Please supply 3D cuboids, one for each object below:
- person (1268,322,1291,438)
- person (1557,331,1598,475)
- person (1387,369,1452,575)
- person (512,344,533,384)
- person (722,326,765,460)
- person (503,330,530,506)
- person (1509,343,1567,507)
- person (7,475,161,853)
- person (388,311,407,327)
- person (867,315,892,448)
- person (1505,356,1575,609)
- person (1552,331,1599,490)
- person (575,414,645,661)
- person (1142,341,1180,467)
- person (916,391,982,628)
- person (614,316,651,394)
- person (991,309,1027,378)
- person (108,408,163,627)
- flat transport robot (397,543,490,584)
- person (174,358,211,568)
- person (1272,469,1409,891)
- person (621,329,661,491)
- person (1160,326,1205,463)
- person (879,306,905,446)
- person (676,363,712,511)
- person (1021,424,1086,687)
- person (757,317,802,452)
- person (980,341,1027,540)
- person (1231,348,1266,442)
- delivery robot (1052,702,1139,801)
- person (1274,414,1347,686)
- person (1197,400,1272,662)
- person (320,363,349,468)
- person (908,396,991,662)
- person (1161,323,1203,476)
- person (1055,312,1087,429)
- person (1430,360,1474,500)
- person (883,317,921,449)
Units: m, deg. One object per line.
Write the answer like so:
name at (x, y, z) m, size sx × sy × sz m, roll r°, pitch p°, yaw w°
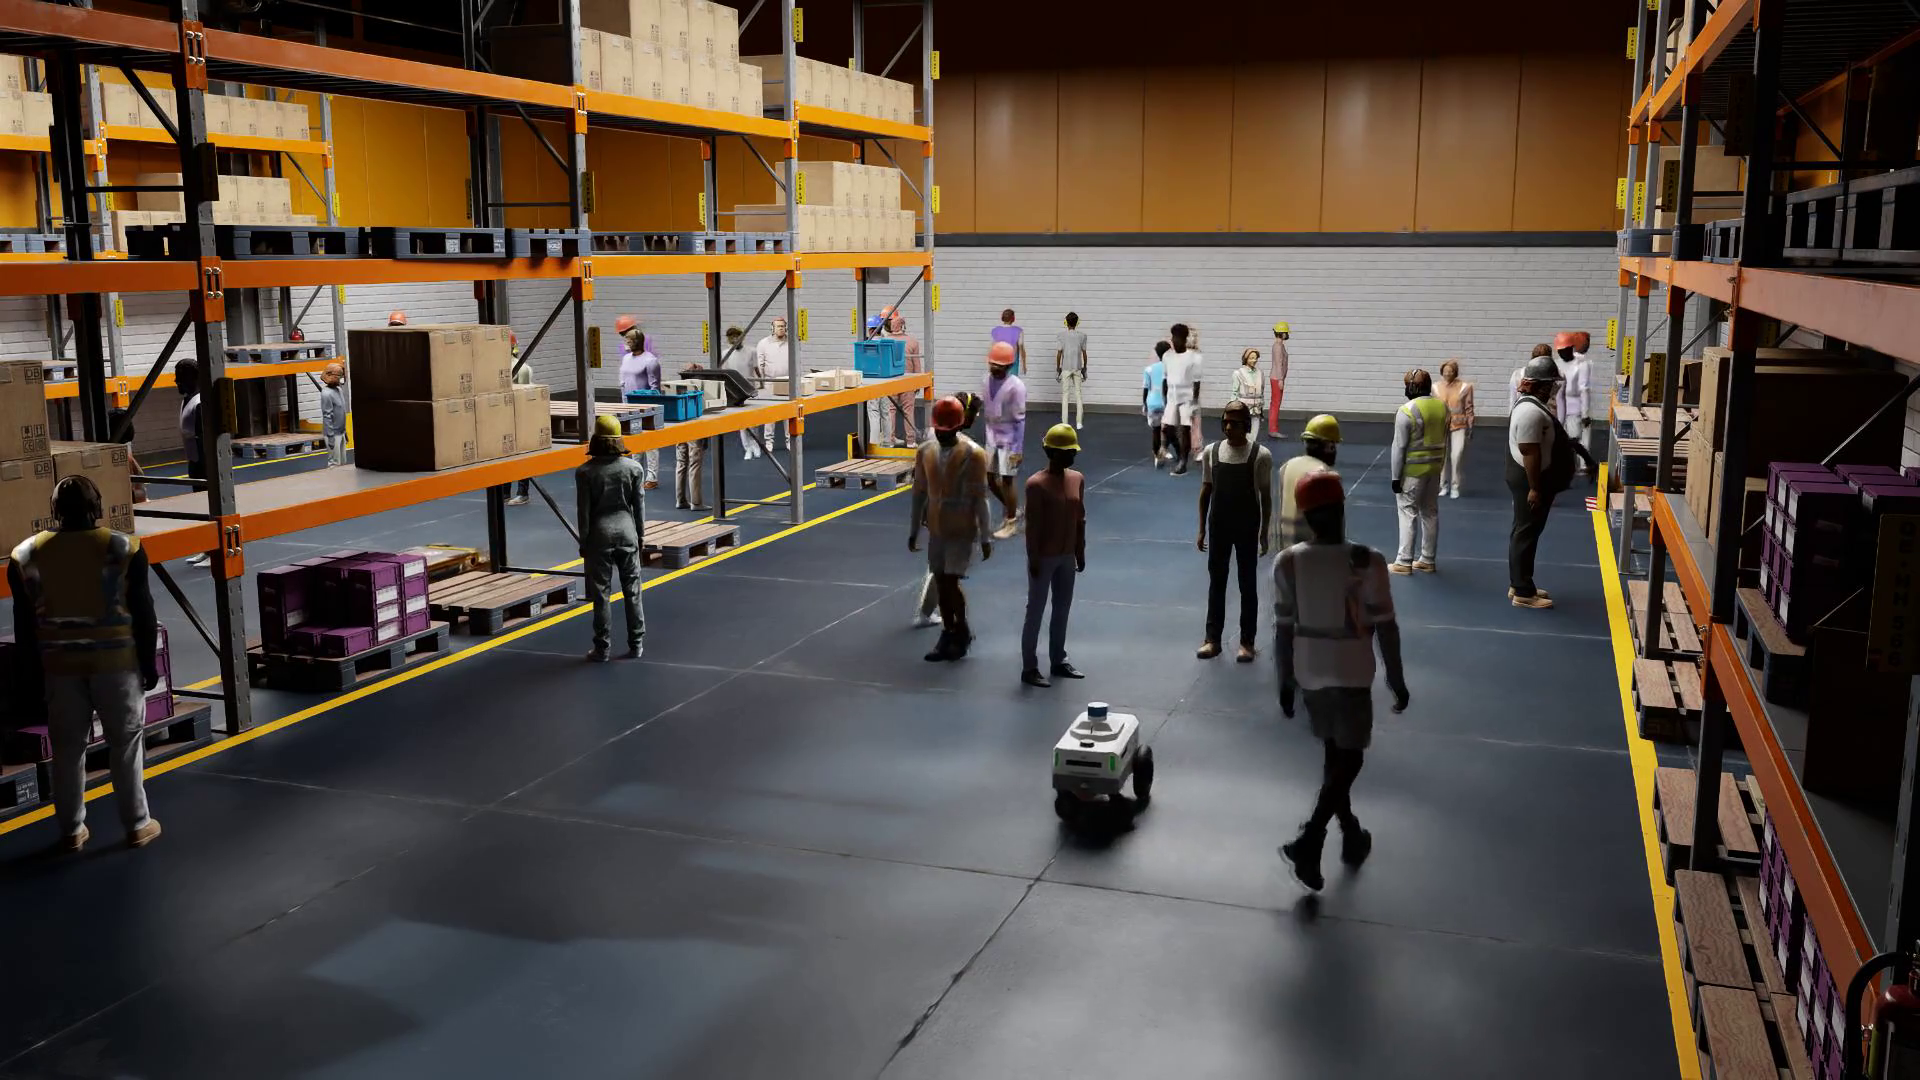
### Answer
person at (4.860, -2.432, 25.289) m, size 0.310 × 1.769 × 0.522 m, roll 1°, pitch 10°, yaw 6°
person at (7.728, -1.715, 21.027) m, size 0.882 × 1.855 × 0.575 m, roll -6°, pitch 12°, yaw -30°
person at (4.057, -0.598, 14.784) m, size 0.624 × 1.837 × 0.429 m, roll -6°, pitch 12°, yaw -31°
person at (-5.570, -1.620, 20.742) m, size 0.542 × 1.753 × 0.373 m, roll -4°, pitch 11°, yaw -22°
person at (-2.933, -1.998, 22.640) m, size 0.603 × 1.834 × 0.424 m, roll 0°, pitch 10°, yaw -1°
person at (-5.099, -1.386, 18.748) m, size 0.610 × 1.997 × 0.375 m, roll 6°, pitch 12°, yaw 30°
person at (6.459, -1.278, 18.614) m, size 0.628 × 1.836 × 0.429 m, roll 7°, pitch 12°, yaw 34°
person at (-4.199, 0.599, 8.038) m, size 0.625 × 1.836 × 0.428 m, roll -2°, pitch 10°, yaw -11°
person at (-7.913, -2.237, 23.547) m, size 0.623 × 1.993 × 0.385 m, roll -3°, pitch 11°, yaw -17°
person at (-1.168, -2.161, 23.250) m, size 0.393 × 1.946 × 0.617 m, roll 7°, pitch 12°, yaw 35°
person at (4.705, -0.478, 13.514) m, size 0.537 × 2.000 × 0.682 m, roll 3°, pitch 10°, yaw 15°
person at (7.319, -1.538, 19.869) m, size 0.643 × 1.903 × 0.591 m, roll -5°, pitch 11°, yaw -27°
person at (-2.463, -0.015, 11.745) m, size 0.488 × 1.744 × 0.295 m, roll -5°, pitch 11°, yaw -25°
person at (2.629, -1.763, 21.736) m, size 0.542 × 1.679 × 0.640 m, roll 4°, pitch 11°, yaw 20°
person at (-0.092, -0.228, 12.689) m, size 0.552 × 1.823 × 0.611 m, roll -8°, pitch 13°, yaw -38°
person at (-4.784, -2.386, 24.725) m, size 0.374 × 1.889 × 0.695 m, roll 8°, pitch 13°, yaw 36°
person at (0.816, -2.968, 28.126) m, size 0.657 × 1.841 × 0.400 m, roll 2°, pitch 10°, yaw 13°
person at (-6.341, -0.153, 12.643) m, size 0.318 × 1.700 × 0.535 m, roll -8°, pitch 13°, yaw -40°
flat transport robot at (-4.715, 0.246, 14.414) m, size 0.652 × 0.197 × 1.431 m, roll 3°, pitch 11°, yaw 19°
person at (-6.897, -0.701, 15.154) m, size 0.391 × 1.911 × 0.582 m, roll -6°, pitch 12°, yaw -32°
person at (1.701, 0.630, 7.679) m, size 0.610 × 1.897 × 0.882 m, roll 7°, pitch 12°, yaw 35°
person at (-3.824, -1.555, 19.876) m, size 0.627 × 1.936 × 0.374 m, roll 9°, pitch 13°, yaw 40°
person at (3.034, -1.986, 22.569) m, size 0.624 × 1.851 × 1.025 m, roll -5°, pitch 11°, yaw -26°
person at (-1.020, -2.378, 24.205) m, size 0.370 × 2.044 × 0.608 m, roll 5°, pitch 11°, yaw 27°
person at (-2.965, -1.132, 18.346) m, size 0.517 × 1.634 × 0.311 m, roll 8°, pitch 13°, yaw 38°
person at (0.647, 0.099, 11.071) m, size 0.522 × 1.758 × 0.350 m, roll -9°, pitch 13°, yaw -41°
person at (-2.553, -2.198, 23.562) m, size 0.645 × 1.913 × 0.409 m, roll -3°, pitch 10°, yaw -14°
person at (0.435, -0.978, 16.471) m, size 0.679 × 1.991 × 0.664 m, roll -9°, pitch 13°, yaw -41°
person at (3.625, -1.595, 20.936) m, size 0.523 × 1.638 × 0.310 m, roll -5°, pitch 11°, yaw -28°
delivery robot at (0.710, 1.086, 8.626) m, size 0.477 × 0.478 × 0.707 m, roll 3°, pitch 11°, yaw 16°
person at (2.358, 0.074, 11.034) m, size 0.430 × 1.809 × 0.625 m, roll -4°, pitch 11°, yaw -22°
person at (1.928, -0.063, 11.726) m, size 0.518 × 1.844 × 0.332 m, roll 5°, pitch 11°, yaw 24°
person at (-6.946, -1.160, 18.532) m, size 0.294 × 1.623 × 0.507 m, roll -1°, pitch 10°, yaw -3°
person at (-0.089, -0.061, 11.548) m, size 0.652 × 1.901 × 0.497 m, roll 7°, pitch 12°, yaw 34°
person at (2.810, -1.782, 21.113) m, size 0.602 × 1.945 × 0.490 m, roll 8°, pitch 13°, yaw 38°
person at (1.770, -2.688, 26.438) m, size 0.513 × 1.872 × 0.328 m, roll -1°, pitch 10°, yaw -7°
person at (5.655, -1.277, 19.227) m, size 0.533 × 1.606 × 0.572 m, roll 5°, pitch 11°, yaw 27°
person at (-0.874, -2.254, 23.917) m, size 0.639 × 1.901 × 0.402 m, roll 1°, pitch 10°, yaw 8°
